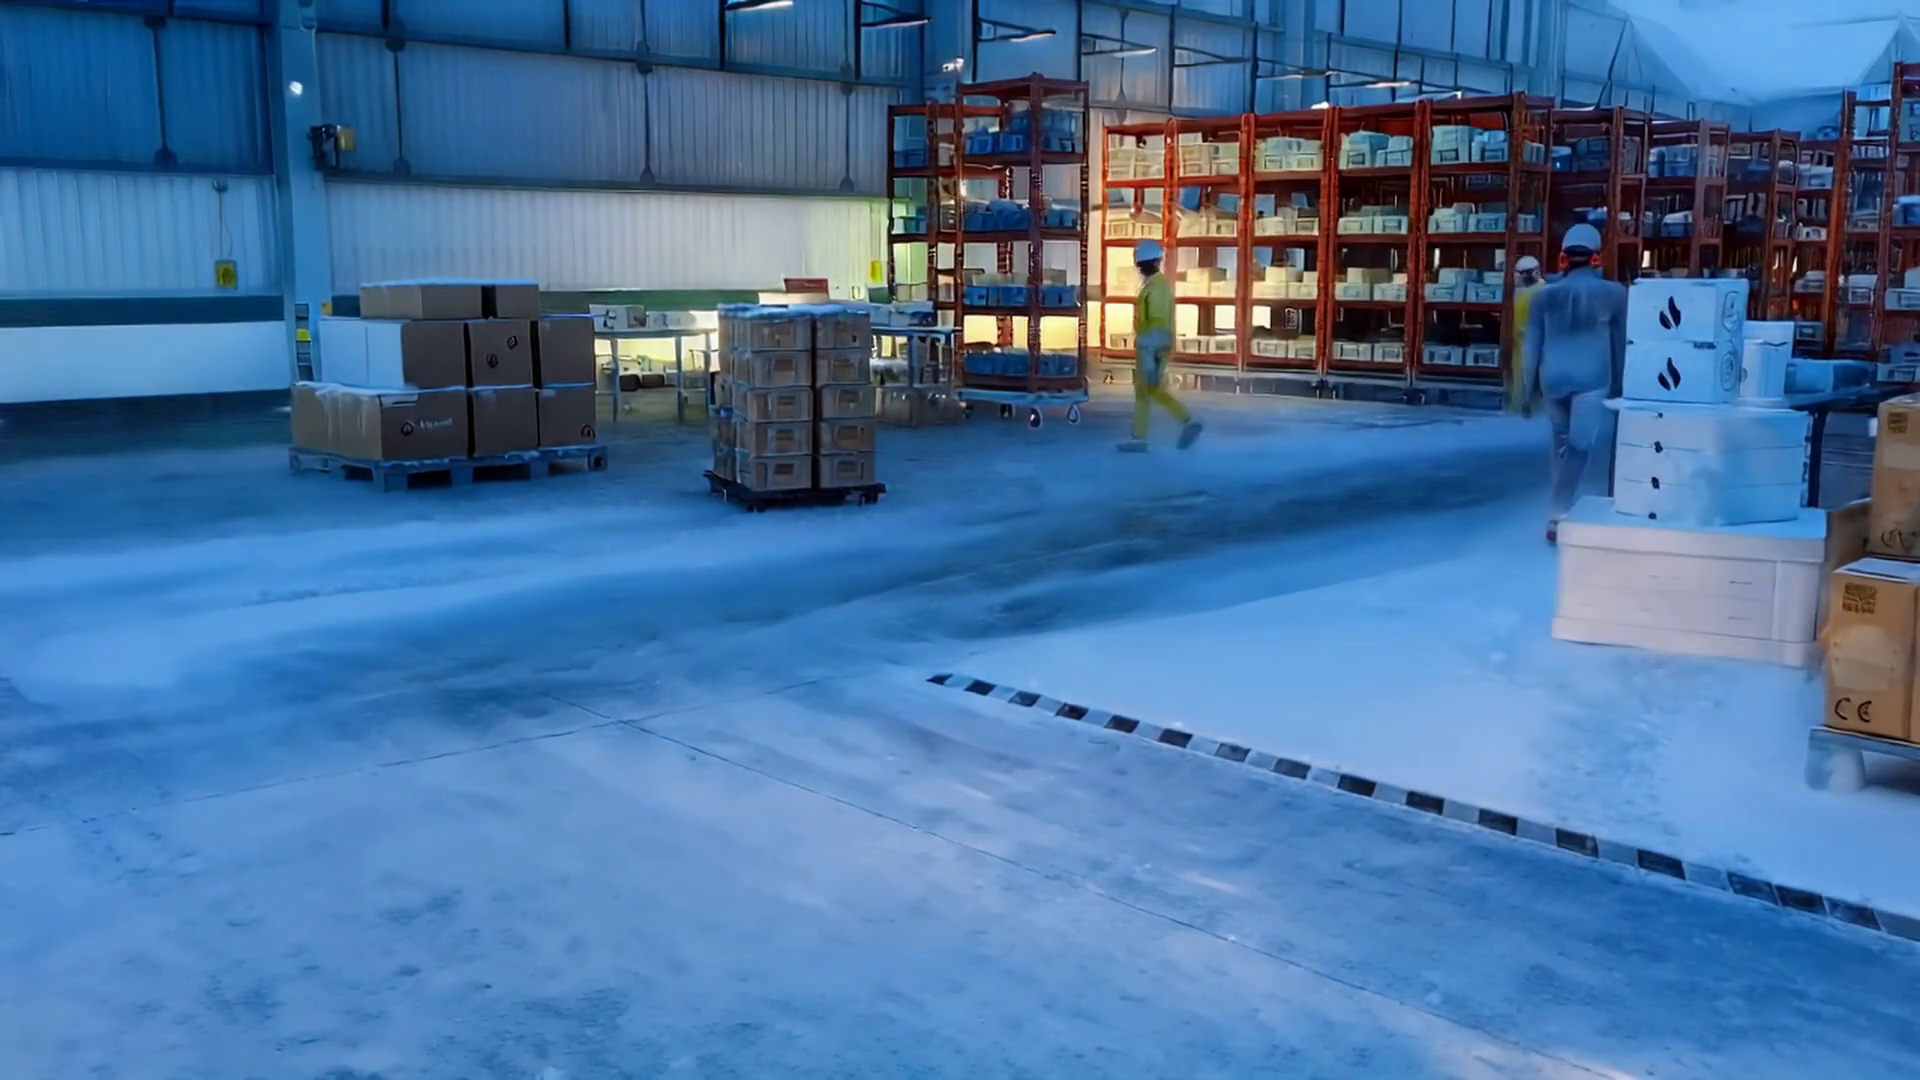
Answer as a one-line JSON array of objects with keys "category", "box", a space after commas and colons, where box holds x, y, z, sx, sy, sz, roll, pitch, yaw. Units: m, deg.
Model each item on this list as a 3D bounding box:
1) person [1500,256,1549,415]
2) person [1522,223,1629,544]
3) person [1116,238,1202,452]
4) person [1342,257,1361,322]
[{"category": "person", "box": [6.487, -2.294, 18.727, 0.864, 1.787, 0.616, -5, 11, -28]}, {"category": "person", "box": [3.762, -0.954, 10.174, 0.613, 1.950, 1.028, 8, 12, 39]}, {"category": "person", "box": [1.768, -1.725, 14.842, 0.658, 1.926, 0.613, -1, 10, -7]}, {"category": "person", "box": [6.876, -4.012, 28.912, 0.629, 1.820, 0.580, -6, 11, -32]}]
